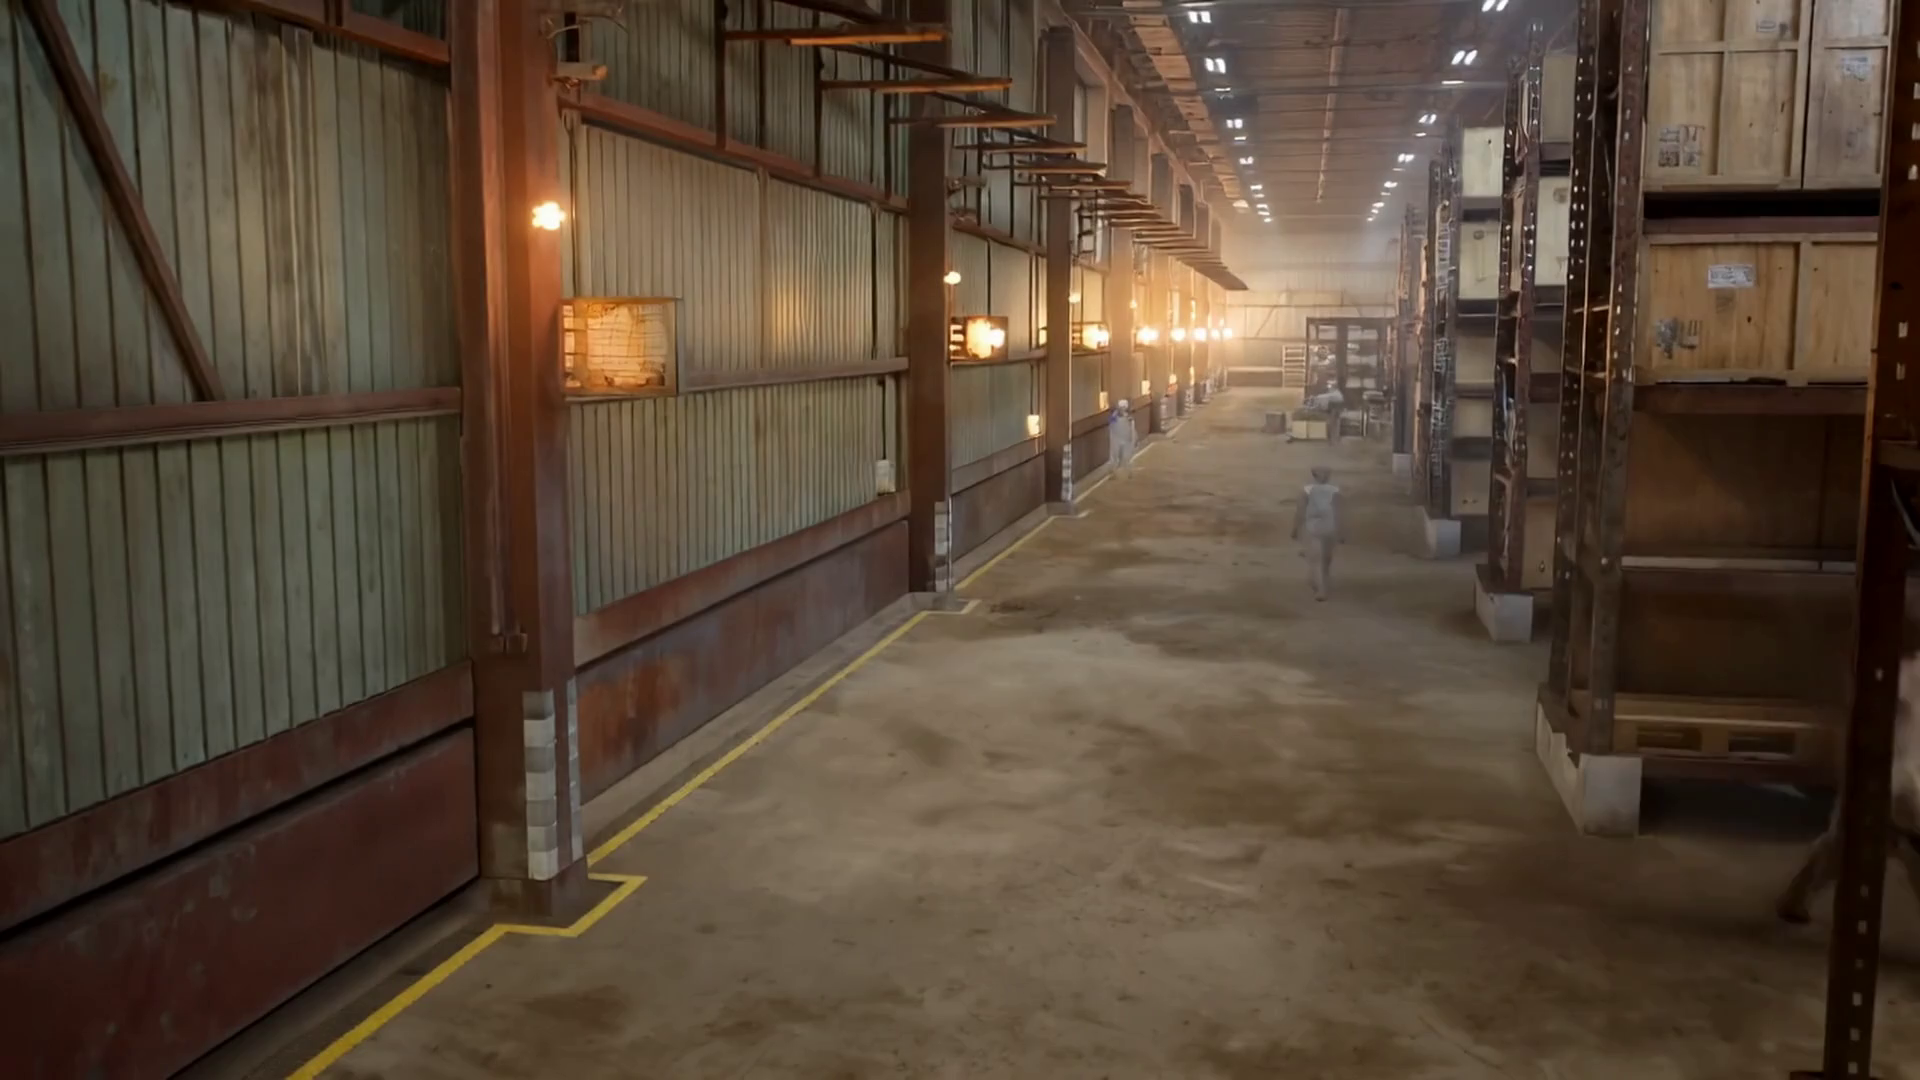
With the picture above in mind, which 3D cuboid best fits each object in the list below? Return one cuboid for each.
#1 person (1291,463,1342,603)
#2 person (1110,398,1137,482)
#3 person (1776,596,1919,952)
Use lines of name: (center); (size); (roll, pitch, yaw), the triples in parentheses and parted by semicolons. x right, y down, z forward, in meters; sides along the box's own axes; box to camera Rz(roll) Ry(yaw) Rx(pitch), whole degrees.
person: (4.121, -0.089, 19.218); (0.518, 1.592, 0.874); (-1, 7, -11)
person: (3.398, -2.079, 34.531); (0.561, 1.745, 0.339); (1, 7, 11)
person: (4.492, 1.165, 8.060); (0.644, 1.886, 1.048); (-5, 9, -35)
